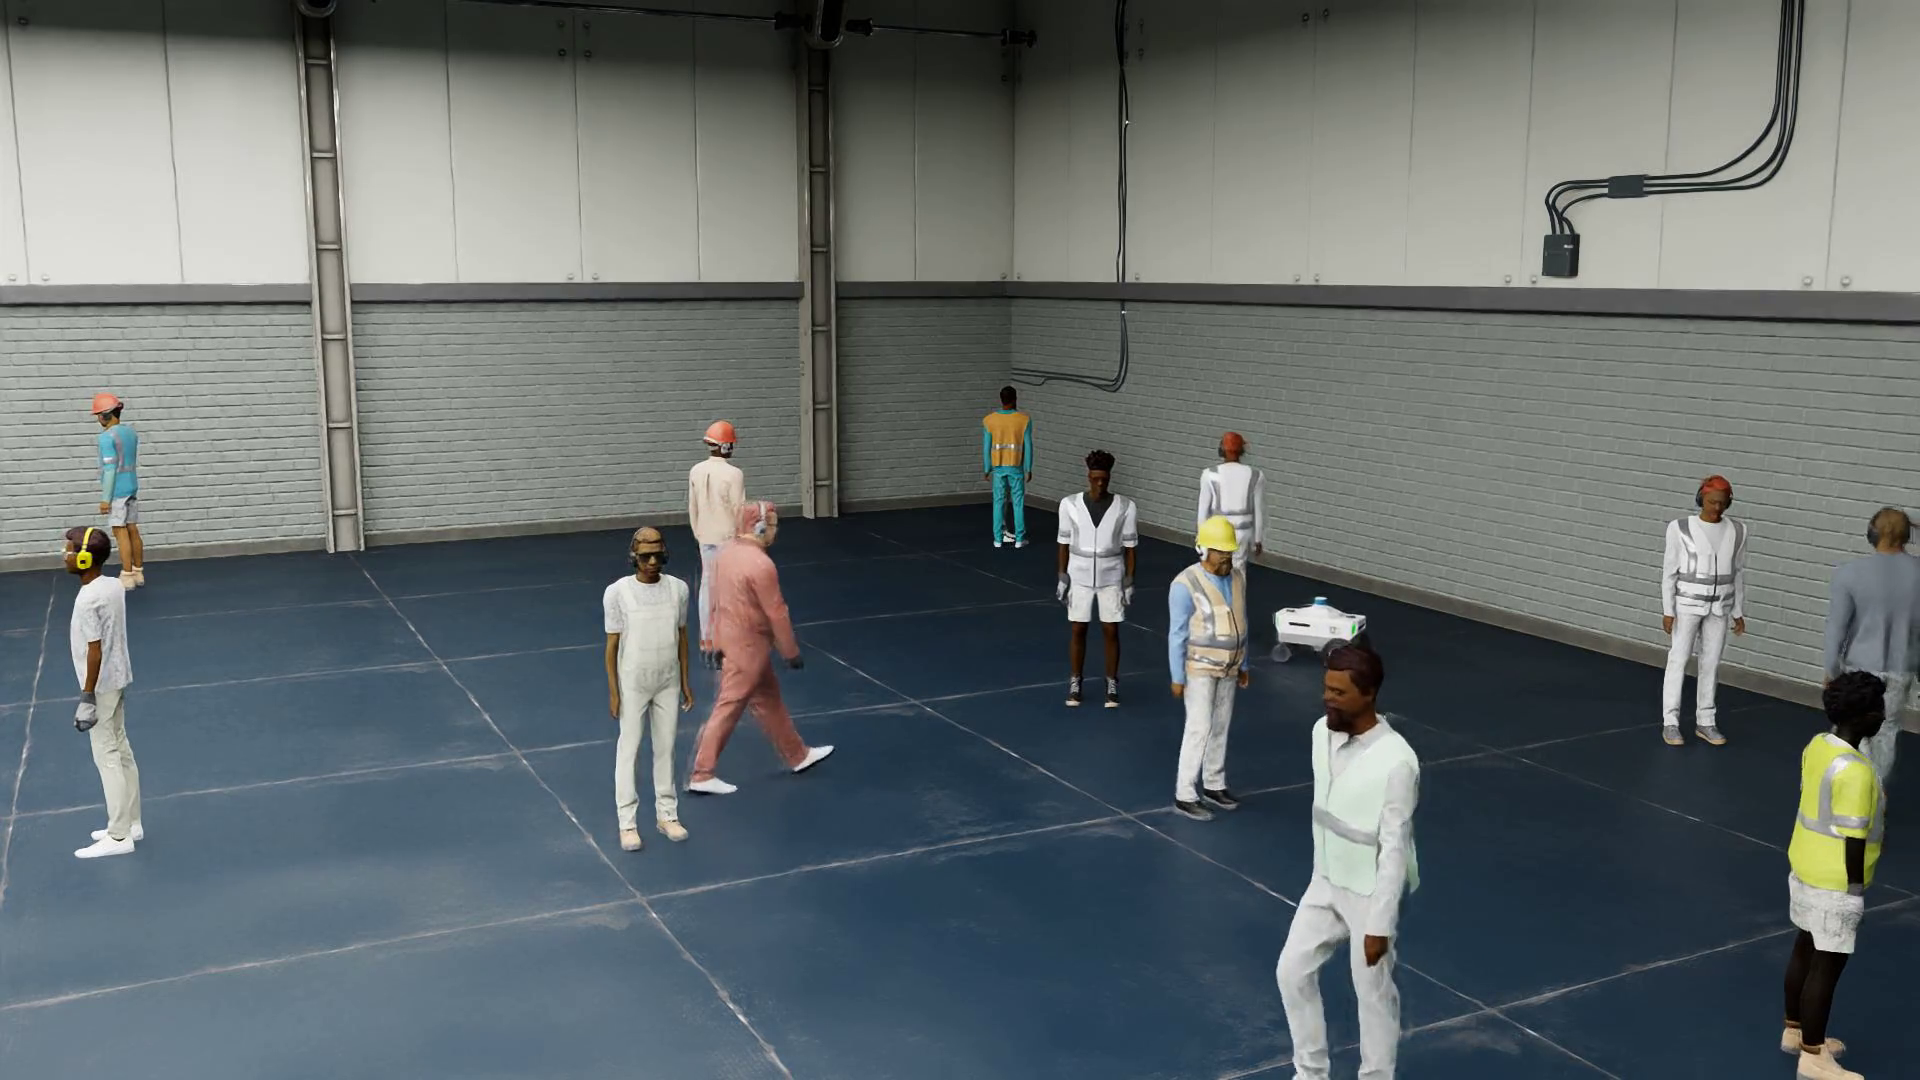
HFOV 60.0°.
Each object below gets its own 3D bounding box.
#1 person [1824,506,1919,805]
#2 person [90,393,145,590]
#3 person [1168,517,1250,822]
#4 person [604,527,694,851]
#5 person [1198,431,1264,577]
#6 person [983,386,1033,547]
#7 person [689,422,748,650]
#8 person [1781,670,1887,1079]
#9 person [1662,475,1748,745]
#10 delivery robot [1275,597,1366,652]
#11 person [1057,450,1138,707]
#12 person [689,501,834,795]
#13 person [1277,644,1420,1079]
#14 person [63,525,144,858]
[{"bbox_3d":[5.393,0.759,9.725,0.642,1.920,0.677,1,9,8],"label":"person"},{"bbox_3d":[-8.660,-0.491,17.075,0.386,2.034,0.604,0,9,-2],"label":"person"},{"bbox_3d":[1.523,0.758,10.037,0.606,1.823,0.404,-8,12,-41],"label":"person"},{"bbox_3d":[-1.765,0.838,9.495,0.506,1.837,0.350,-6,11,-31],"label":"person"},{"bbox_3d":[2.395,-0.033,14.740,0.592,1.871,0.397,0,9,1],"label":"person"},{"bbox_3d":[0.570,-0.861,19.727,0.587,1.915,0.393,2,9,10],"label":"person"},{"bbox_3d":[-2.047,-0.021,14.297,0.622,1.994,0.381,6,11,34],"label":"person"},{"bbox_3d":[3.544,1.351,6.743,0.321,1.699,0.569,2,9,10],"label":"person"},{"bbox_3d":[5.145,0.485,11.516,0.573,1.887,0.355,0,9,-2],"label":"person"},{"bbox_3d":[3.003,0.718,13.881,0.707,0.478,0.477,5,11,29],"label":"delivery robot"},{"bbox_3d":[1.030,0.288,12.516,0.606,1.958,0.381,1,9,8],"label":"person"},{"bbox_3d":[-1.271,0.674,10.481,1.033,1.845,0.640,-4,10,-23],"label":"person"},{"bbox_3d":[1.396,1.330,6.245,0.660,1.900,0.620,-4,10,-22],"label":"person"},{"bbox_3d":[-4.841,0.843,9.348,0.329,1.877,0.508,-2,9,-10],"label":"person"}]
